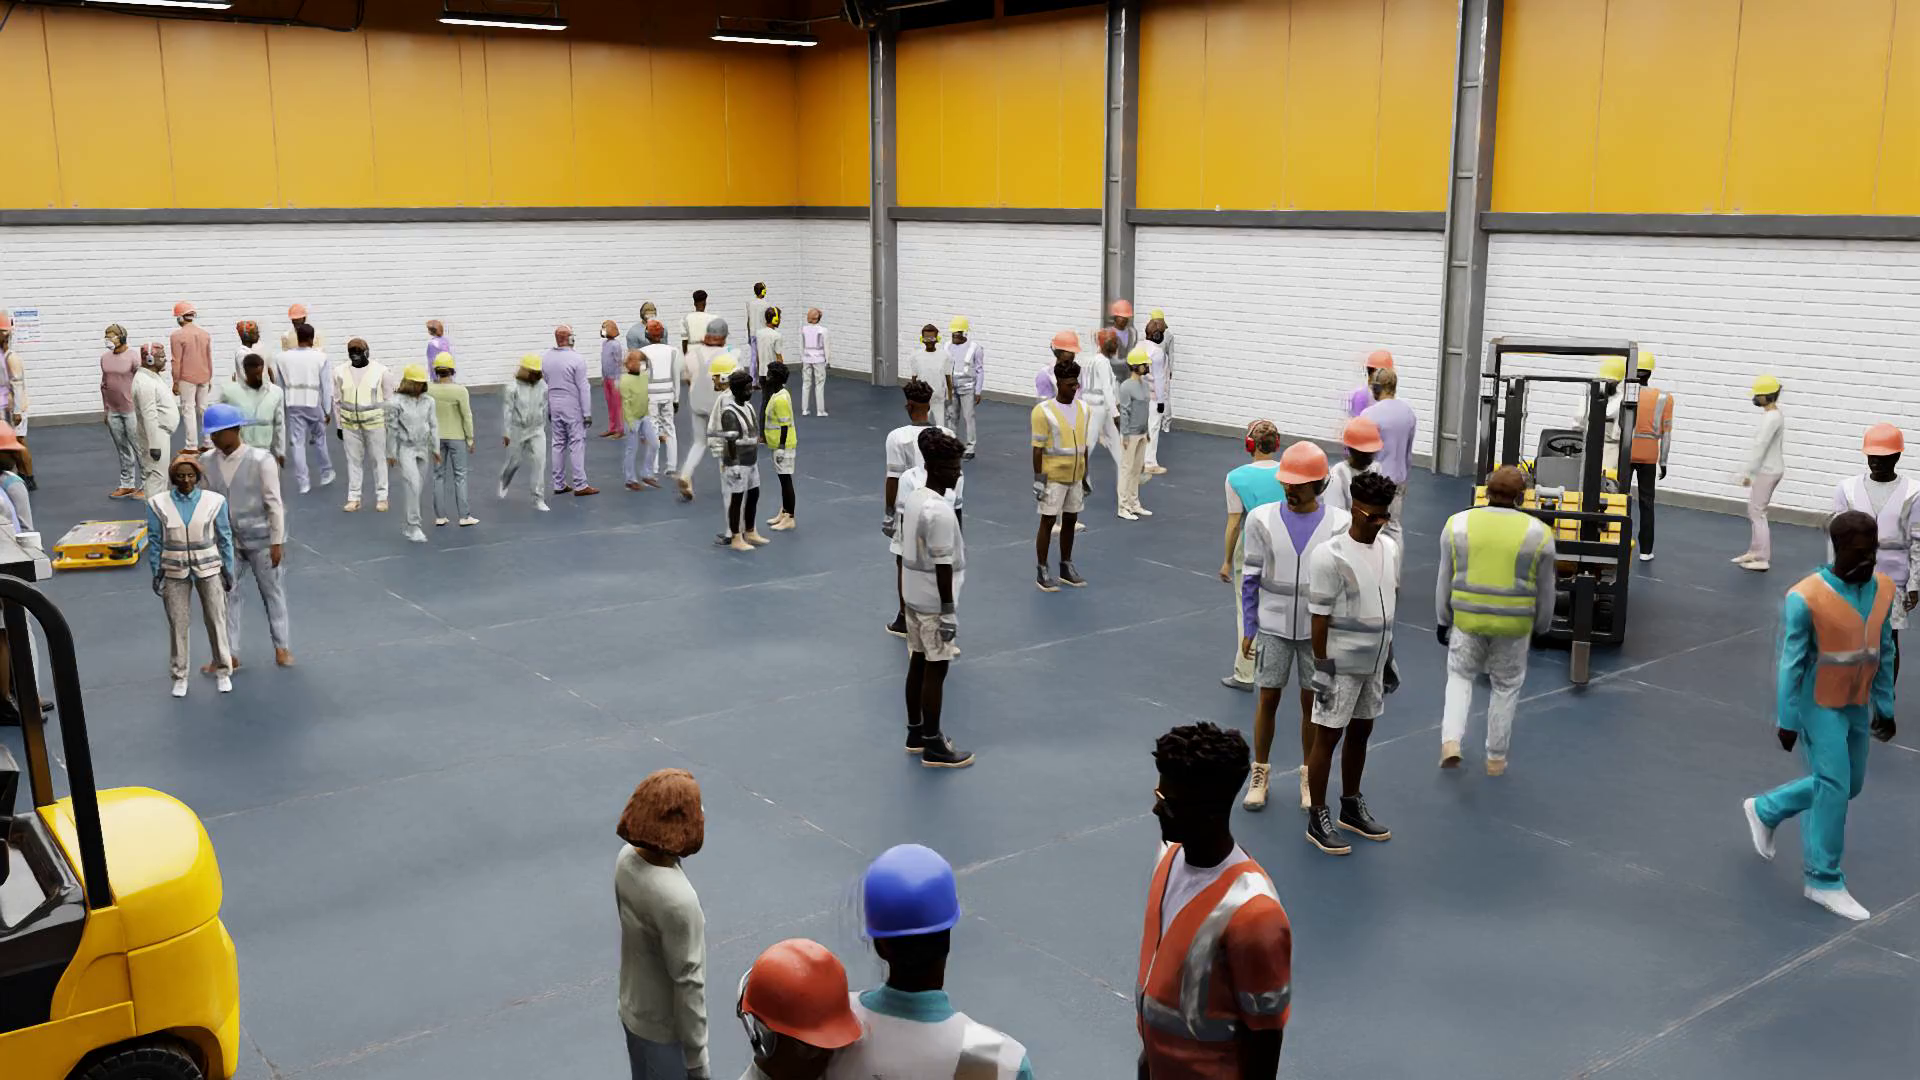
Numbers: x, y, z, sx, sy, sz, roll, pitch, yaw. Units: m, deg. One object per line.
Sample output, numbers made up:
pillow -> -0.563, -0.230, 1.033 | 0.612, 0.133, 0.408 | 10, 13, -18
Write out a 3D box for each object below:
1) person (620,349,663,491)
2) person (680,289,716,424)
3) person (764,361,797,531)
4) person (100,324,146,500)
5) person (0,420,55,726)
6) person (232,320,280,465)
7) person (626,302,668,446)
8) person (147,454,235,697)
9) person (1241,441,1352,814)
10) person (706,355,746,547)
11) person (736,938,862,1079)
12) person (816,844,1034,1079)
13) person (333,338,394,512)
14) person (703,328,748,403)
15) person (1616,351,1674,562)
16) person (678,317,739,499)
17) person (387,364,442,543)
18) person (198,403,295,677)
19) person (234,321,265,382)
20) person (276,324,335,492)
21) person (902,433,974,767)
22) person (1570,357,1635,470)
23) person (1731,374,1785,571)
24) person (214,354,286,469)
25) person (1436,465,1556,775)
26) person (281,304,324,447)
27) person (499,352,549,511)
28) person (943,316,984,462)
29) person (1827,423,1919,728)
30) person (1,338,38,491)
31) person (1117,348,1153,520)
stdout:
person -> -3.605, -1.339, 18.725 | 0.514, 1.613, 0.511 | 6, 13, 27
person -> -3.772, -2.674, 24.328 | 0.606, 1.967, 0.367 | 2, 12, 10
person -> -1.790, -0.938, 16.597 | 0.322, 1.697, 0.531 | -2, 12, -9
person -> -9.150, -1.402, 18.252 | 0.637, 1.938, 0.355 | 4, 12, 20
person -> -6.014, 0.205, 10.494 | 0.358, 1.938, 0.542 | -4, 12, -18
person -> -8.694, -1.807, 20.553 | 0.972, 1.815, 0.481 | 6, 13, 25
person -> -4.143, -2.217, 22.230 | 0.386, 1.927, 0.641 | 11, 16, 43
person -> -5.120, 0.233, 11.113 | 0.519, 1.633, 0.314 | -4, 12, -19
person -> 1.814, 0.474, 8.949 | 0.609, 2.040, 0.394 | 3, 12, 13
person -> -2.211, -0.849, 15.880 | 0.403, 1.819, 0.601 | -1, 12, -4
person -> -0.366, 1.706, 3.700 | 0.339, 1.748, 0.564 | 3, 12, 12
person -> -0.114, 1.620, 3.708 | 0.630, 1.917, 0.625 | 4, 12, 19
person -> -6.295, -1.212, 17.573 | 0.624, 1.844, 0.430 | -1, 12, -3
person -> -2.801, -1.657, 19.820 | 0.562, 1.803, 0.733 | -1, 12, -7
person -> 6.159, -0.761, 15.185 | 0.589, 1.927, 0.388 | 4, 12, 17
person -> -2.747, -1.457, 18.272 | 0.681, 2.000, 0.877 | 4, 12, 19
person -> -5.228, -0.843, 16.075 | 0.670, 1.711, 0.481 | 8, 14, 35
person -> -4.987, 0.001, 11.565 | 0.621, 1.918, 0.647 | 2, 12, 8
person -> -8.260, -1.614, 19.418 | 0.356, 1.883, 0.574 | -4, 12, -20
person -> -7.447, -1.523, 18.972 | 0.623, 1.873, 0.924 | -2, 12, -8
person -> -0.150, 0.346, 9.759 | 0.377, 1.960, 0.609 | -4, 12, -19
person -> 5.787, -0.725, 15.079 | 0.585, 1.894, 0.701 | -5, 13, -24
person -> 7.167, -0.606, 14.868 | 0.369, 1.754, 0.553 | 6, 13, 27
person -> -6.837, -0.884, 16.020 | 0.674, 1.841, 1.040 | -11, 16, -42
person -> 3.042, 0.470, 9.485 | 0.641, 1.824, 0.491 | 6, 13, 27
person -> -8.705, -2.164, 22.044 | 0.548, 1.899, 0.923 | -3, 12, -12
person -> -4.676, -1.183, 17.797 | 0.506, 1.695, 0.811 | -9, 15, -36
person -> 0.002, -1.894, 20.897 | 0.598, 1.828, 0.403 | 7, 13, 30
person -> 5.732, 0.223, 10.446 | 0.544, 1.932, 0.375 | 9, 15, 38
person -> -10.729, -1.495, 18.744 | 0.550, 1.924, 0.391 | 10, 15, 41
person -> 1.821, -1.098, 17.202 | 0.304, 1.771, 0.532 | 8, 14, 33
